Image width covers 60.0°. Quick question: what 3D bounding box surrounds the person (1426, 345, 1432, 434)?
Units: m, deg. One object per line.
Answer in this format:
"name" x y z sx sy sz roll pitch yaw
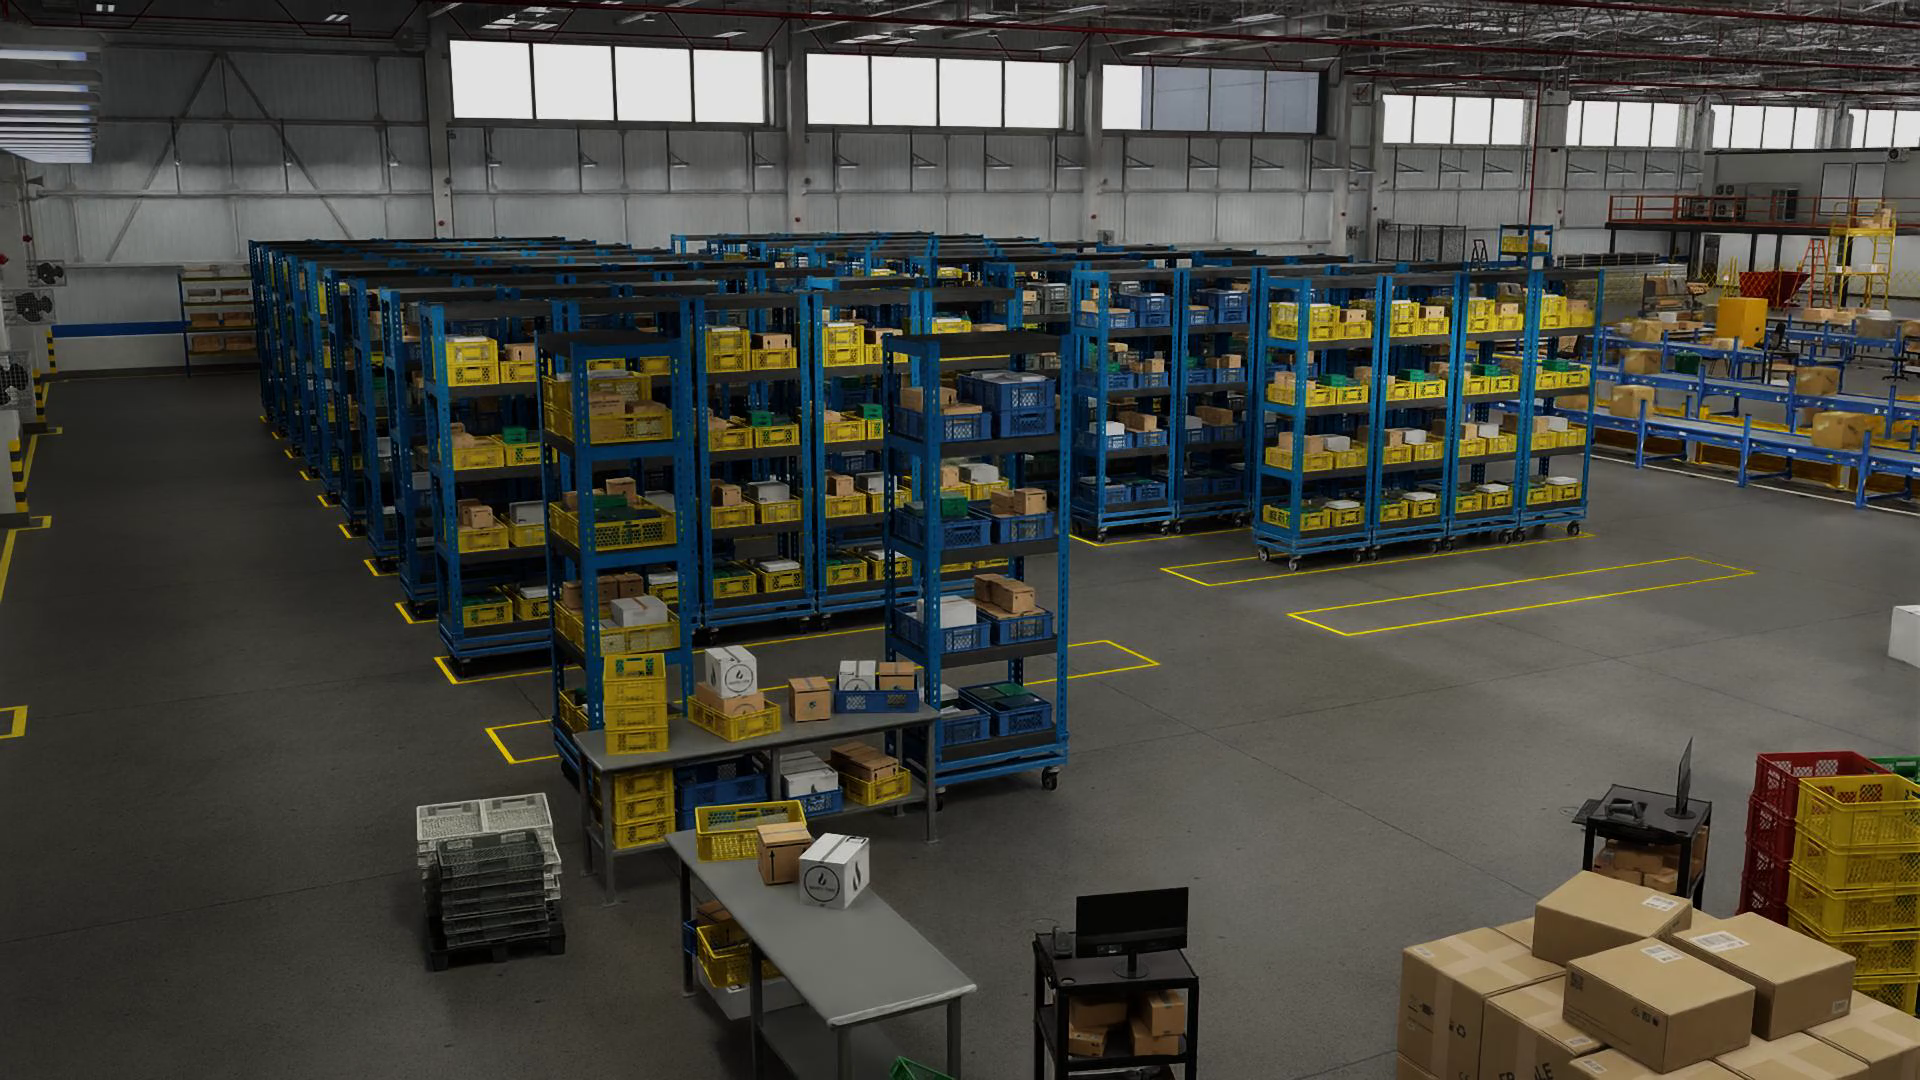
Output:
"person" 8.198 -2.450 29.188 0.401 1.938 0.603 0 12 0

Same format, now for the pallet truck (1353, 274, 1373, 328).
"pallet truck" 13.011 -8.050 55.243 0.823 1.965 1.885 -7 14 -28

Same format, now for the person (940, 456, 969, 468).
"person" -0.107 -1.028 22.924 0.612 1.780 0.940 -8 15 -35

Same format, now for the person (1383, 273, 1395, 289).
"person" 13.672 -7.652 53.600 0.403 1.904 0.651 -9 15 -35
